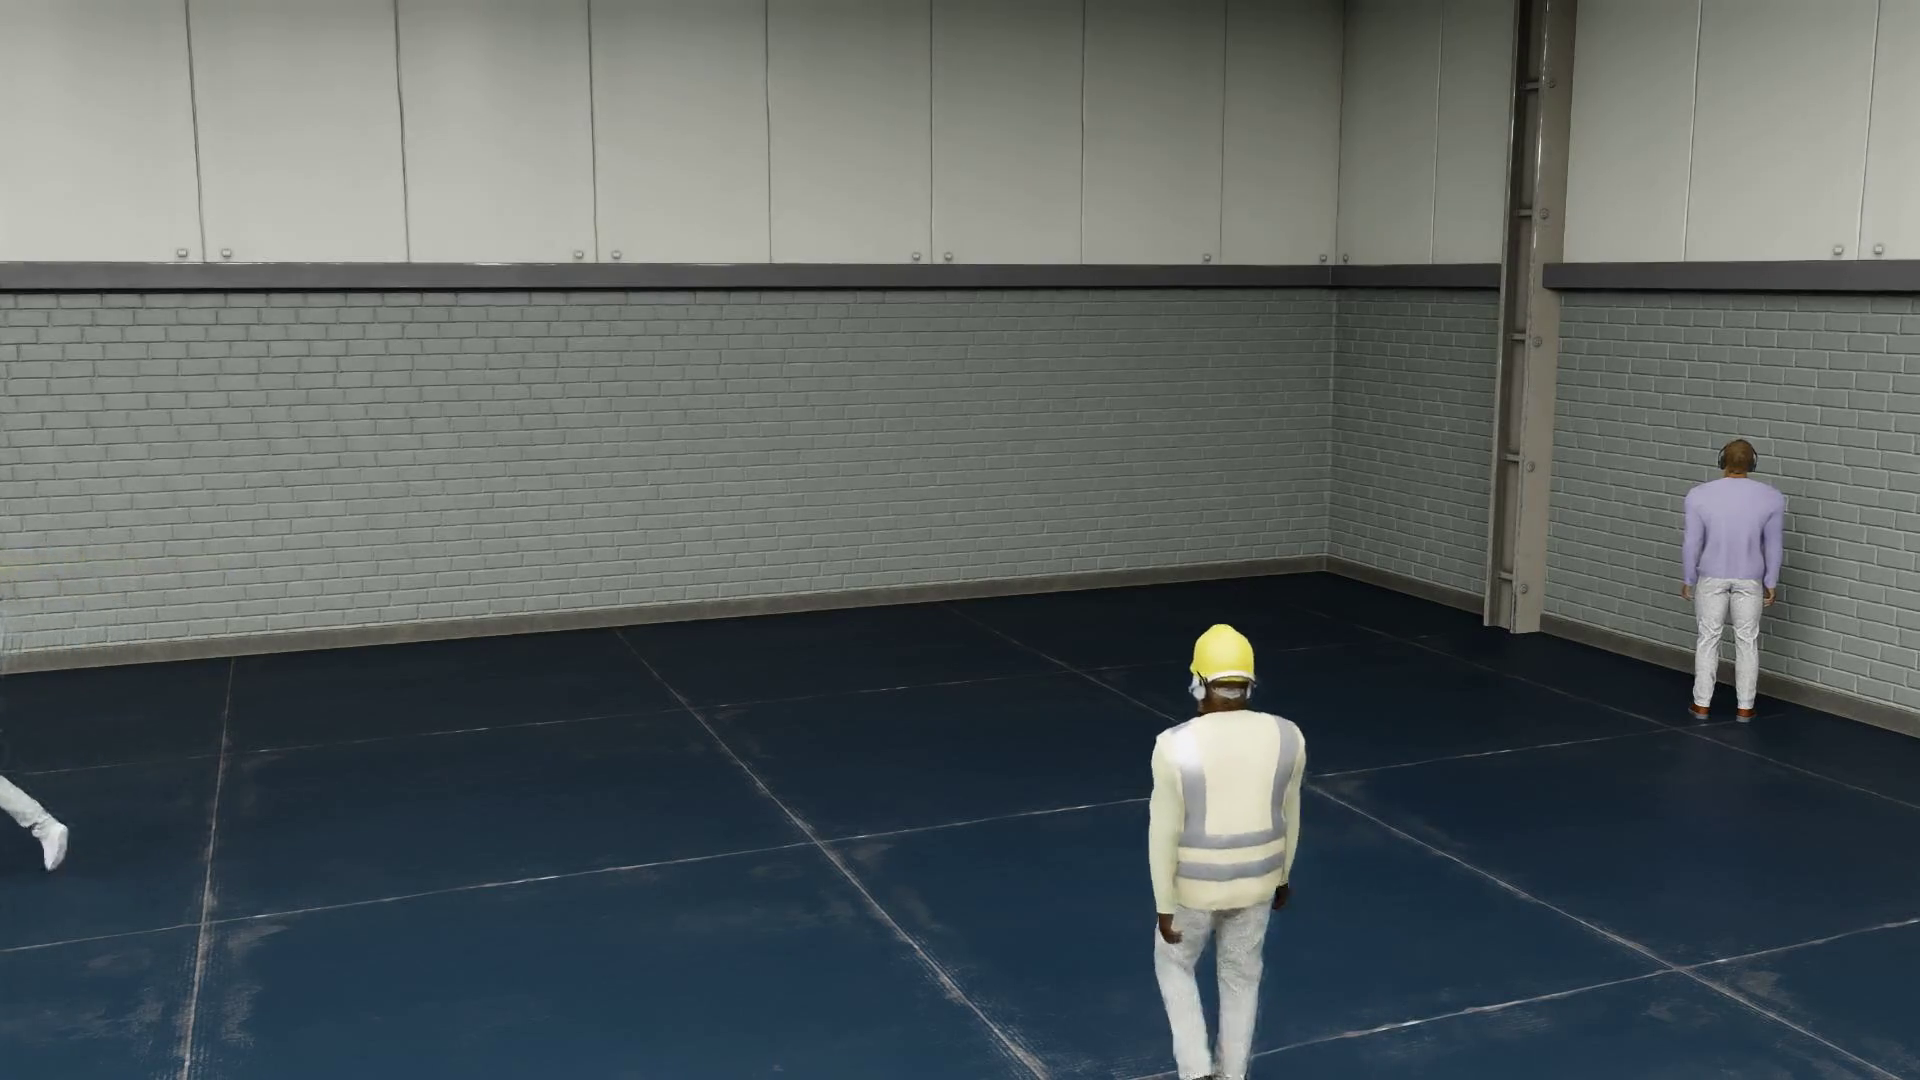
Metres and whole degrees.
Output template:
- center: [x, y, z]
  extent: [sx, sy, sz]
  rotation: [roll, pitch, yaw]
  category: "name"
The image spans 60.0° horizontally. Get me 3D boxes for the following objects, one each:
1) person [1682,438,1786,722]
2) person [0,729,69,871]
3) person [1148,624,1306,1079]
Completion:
- center: [5.236, 0.275, 11.313]
  extent: [0.631, 1.940, 0.368]
  rotation: [3, 10, 21]
  category: "person"
- center: [-4.832, 0.882, 8.154]
  extent: [0.641, 1.725, 0.492]
  rotation: [0, 9, 2]
  category: "person"
- center: [0.929, 1.195, 5.911]
  extent: [0.596, 1.818, 0.422]
  rotation: [-2, 9, -11]
  category: "person"
